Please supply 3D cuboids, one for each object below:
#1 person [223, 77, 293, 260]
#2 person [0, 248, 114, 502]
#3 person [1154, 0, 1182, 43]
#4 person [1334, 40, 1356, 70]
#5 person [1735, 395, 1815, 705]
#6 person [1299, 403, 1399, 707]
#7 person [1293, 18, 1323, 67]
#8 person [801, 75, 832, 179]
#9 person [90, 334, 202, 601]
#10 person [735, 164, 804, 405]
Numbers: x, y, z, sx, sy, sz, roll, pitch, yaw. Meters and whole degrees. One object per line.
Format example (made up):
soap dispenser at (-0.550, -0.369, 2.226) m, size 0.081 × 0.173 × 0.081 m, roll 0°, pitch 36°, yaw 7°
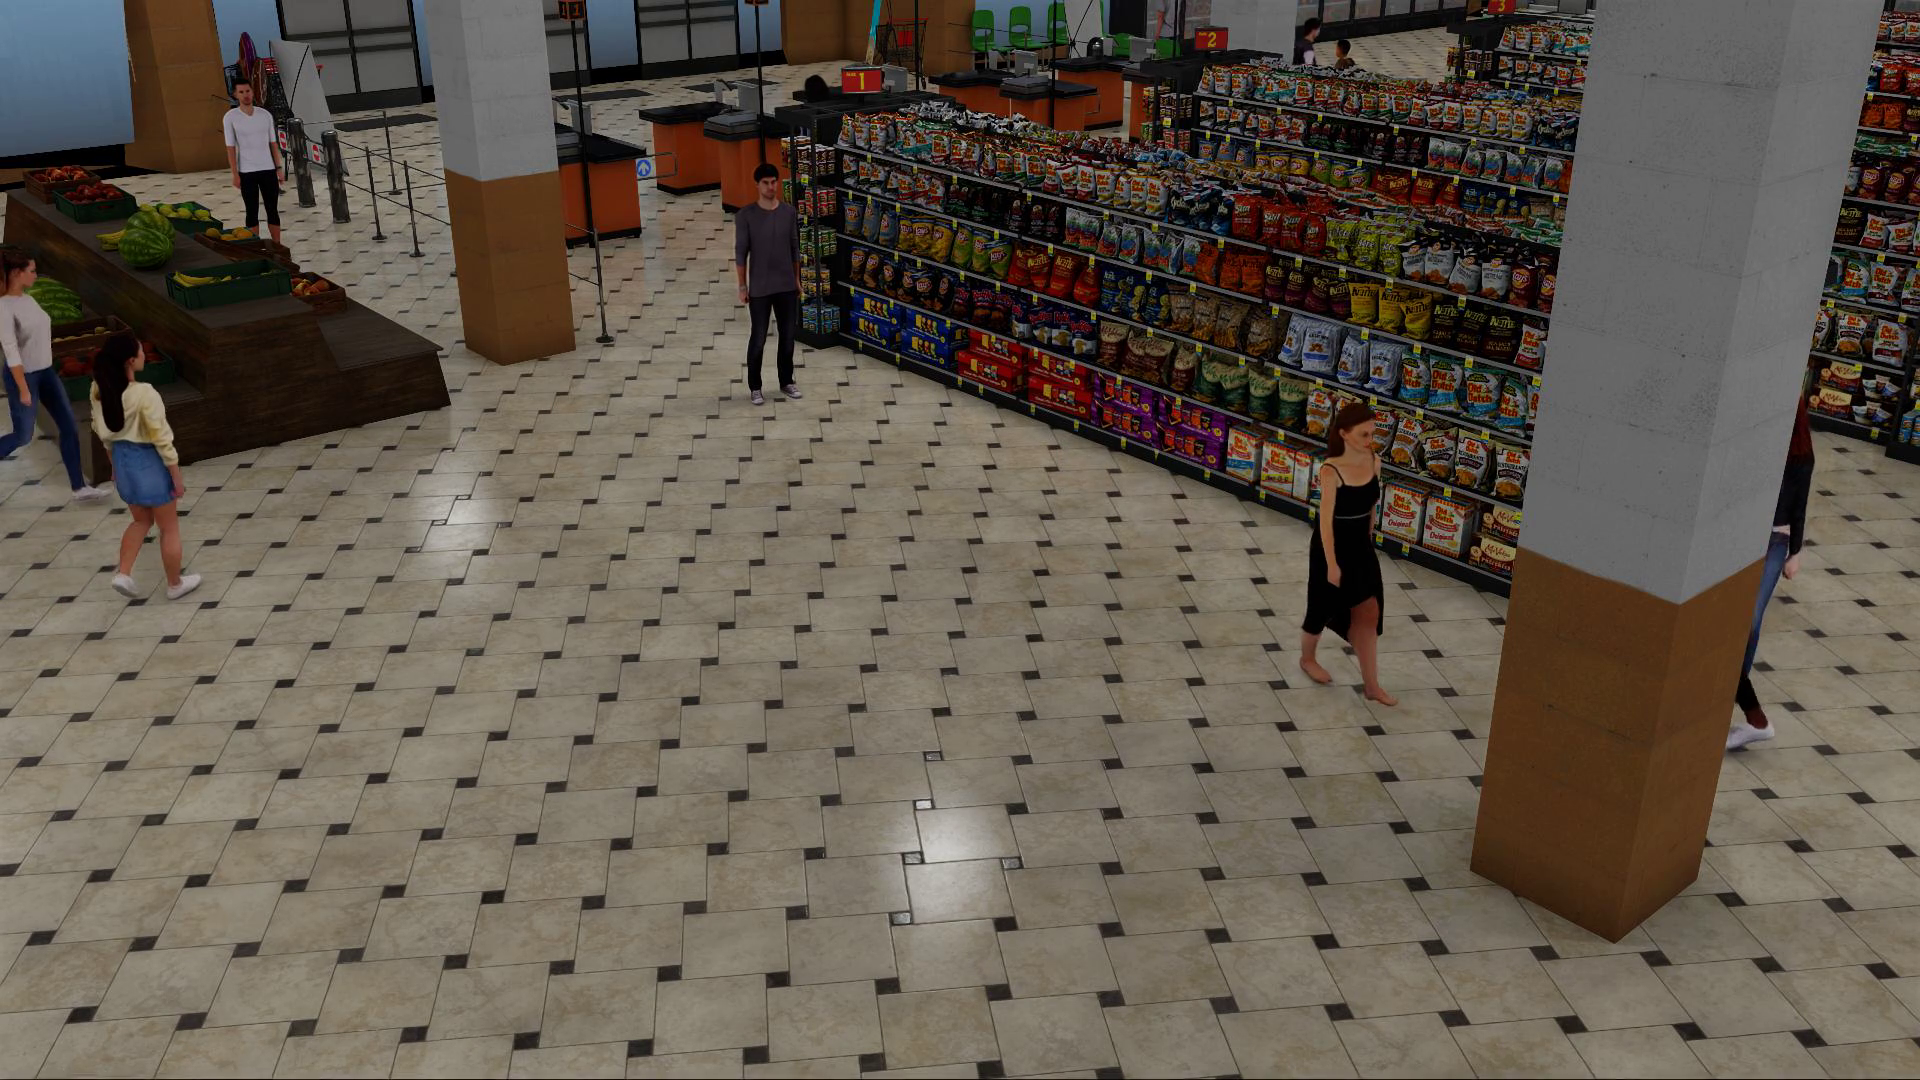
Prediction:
person at (-7.202, -3.786, 17.011) m, size 0.654 × 1.852 × 0.547 m, roll -18°, pitch 29°, yaw -35°
person at (-6.185, -1.028, 10.908) m, size 1.169 × 1.690 × 1.124 m, roll 3°, pitch 24°, yaw 7°
person at (3.485, -8.555, 27.866) m, size 0.665 × 1.886 × 0.532 m, roll -19°, pitch 30°, yaw -37°
person at (5.236, -6.110, 22.821) m, size 0.574 × 1.452 × 0.587 m, roll 21°, pitch 31°, yaw 40°
person at (4.003, 0.035, 8.422) m, size 1.169 × 1.737 × 0.885 m, roll 15°, pitch 28°, yaw 30°
person at (1.921, 0.032, 8.603) m, size 0.729 × 1.597 × 0.979 m, roll -12°, pitch 26°, yaw -25°
person at (4.409, -5.928, 21.935) m, size 0.879 × 1.828 × 0.789 m, roll -3°, pitch 24°, yaw -6°
person at (-1.509, -4.036, 17.681) m, size 0.588 × 1.772 × 0.558 m, roll -18°, pitch 29°, yaw -35°
person at (-4.712, -0.367, 9.480) m, size 0.897 × 1.624 × 0.932 m, roll 6°, pitch 24°, yaw 14°
person at (-1.467, -1.996, 12.922) m, size 0.719 × 1.851 × 0.595 m, roll -12°, pitch 26°, yaw -26°
